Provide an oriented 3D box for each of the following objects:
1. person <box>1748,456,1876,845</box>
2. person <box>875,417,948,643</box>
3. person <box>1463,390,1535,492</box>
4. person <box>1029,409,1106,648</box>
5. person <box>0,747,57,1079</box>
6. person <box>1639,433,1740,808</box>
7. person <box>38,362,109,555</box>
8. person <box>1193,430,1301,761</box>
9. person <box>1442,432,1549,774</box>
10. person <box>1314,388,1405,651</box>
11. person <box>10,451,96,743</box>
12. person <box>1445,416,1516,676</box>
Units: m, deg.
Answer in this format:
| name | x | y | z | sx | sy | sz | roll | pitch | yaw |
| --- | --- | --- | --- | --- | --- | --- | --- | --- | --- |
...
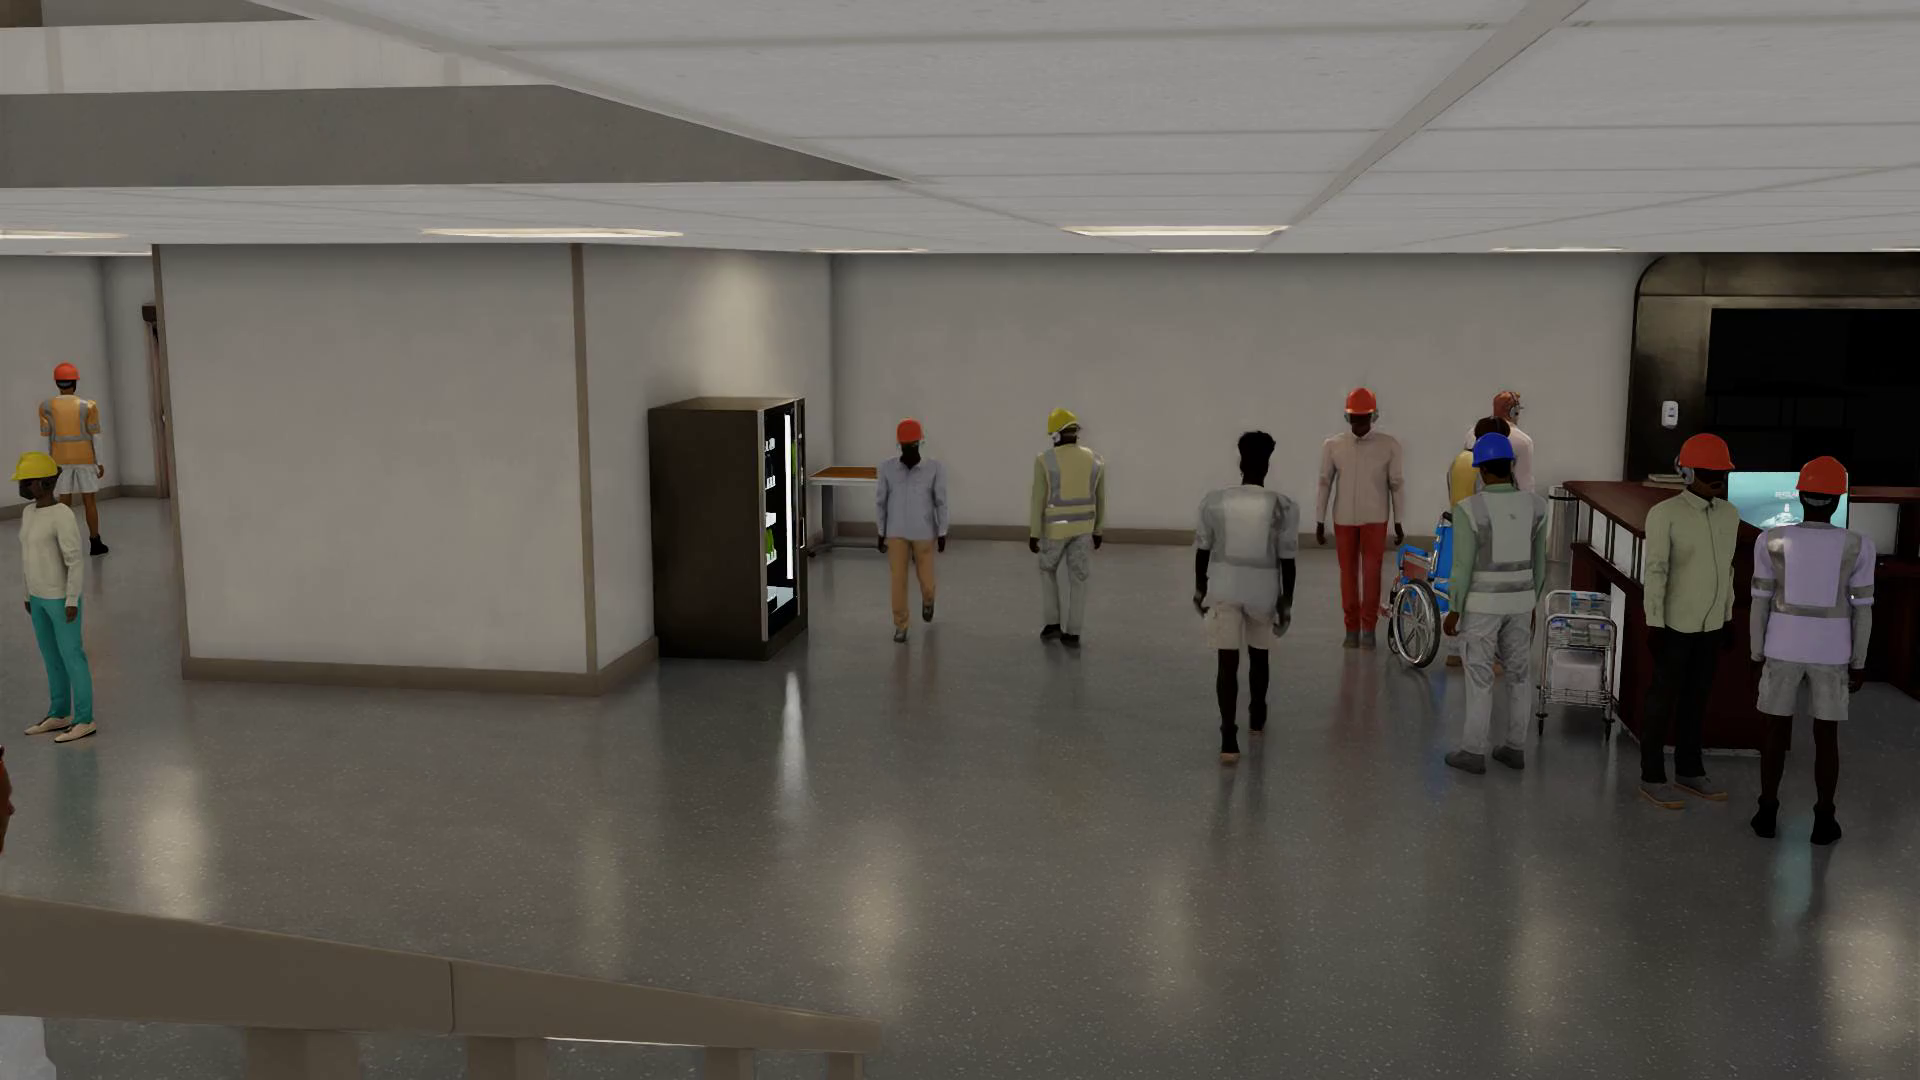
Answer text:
| name | x | y | z | sx | sy | sz | roll | pitch | yaw |
| --- | --- | --- | --- | --- | --- | --- | --- | --- | --- |
| person | 4.219 | 0.548 | 8.282 | 0.546 | 1.938 | 0.361 | 5 | 10 | 28 |
| person | -0.369 | -0.101 | 12.927 | 0.568 | 1.733 | 0.640 | 1 | 9 | 6 |
| person | 4.328 | -0.249 | 13.330 | 0.400 | 1.902 | 0.646 | -6 | 11 | -33 |
| person | 0.803 | -0.092 | 12.640 | 0.634 | 1.797 | 0.538 | -3 | 10 | -19 |
| person | -2.149 | 1.340 | 3.612 | 0.580 | 1.875 | 0.374 | 4 | 10 | 24 |
| person | 3.902 | 0.423 | 8.875 | 0.612 | 1.995 | 0.382 | -4 | 10 | -25 |
| person | -8.835 | -0.799 | 16.584 | 0.545 | 1.940 | 0.352 | -3 | 10 | -16 |
| person | 1.684 | 0.309 | 9.842 | 0.624 | 1.919 | 1.001 | 2 | 9 | 12 |
| person | 3.023 | 0.361 | 9.433 | 0.602 | 1.937 | 0.407 | -3 | 10 | -16 |
| person | 2.966 | -0.146 | 12.430 | 0.658 | 1.974 | 0.555 | 4 | 10 | 24 |
| person | -5.518 | 0.342 | 10.078 | 0.534 | 1.767 | 0.314 | 6 | 11 | 33 |
| person | 3.685 | 0.040 | 11.749 | 0.429 | 1.835 | 0.633 | -3 | 10 | -19 |
